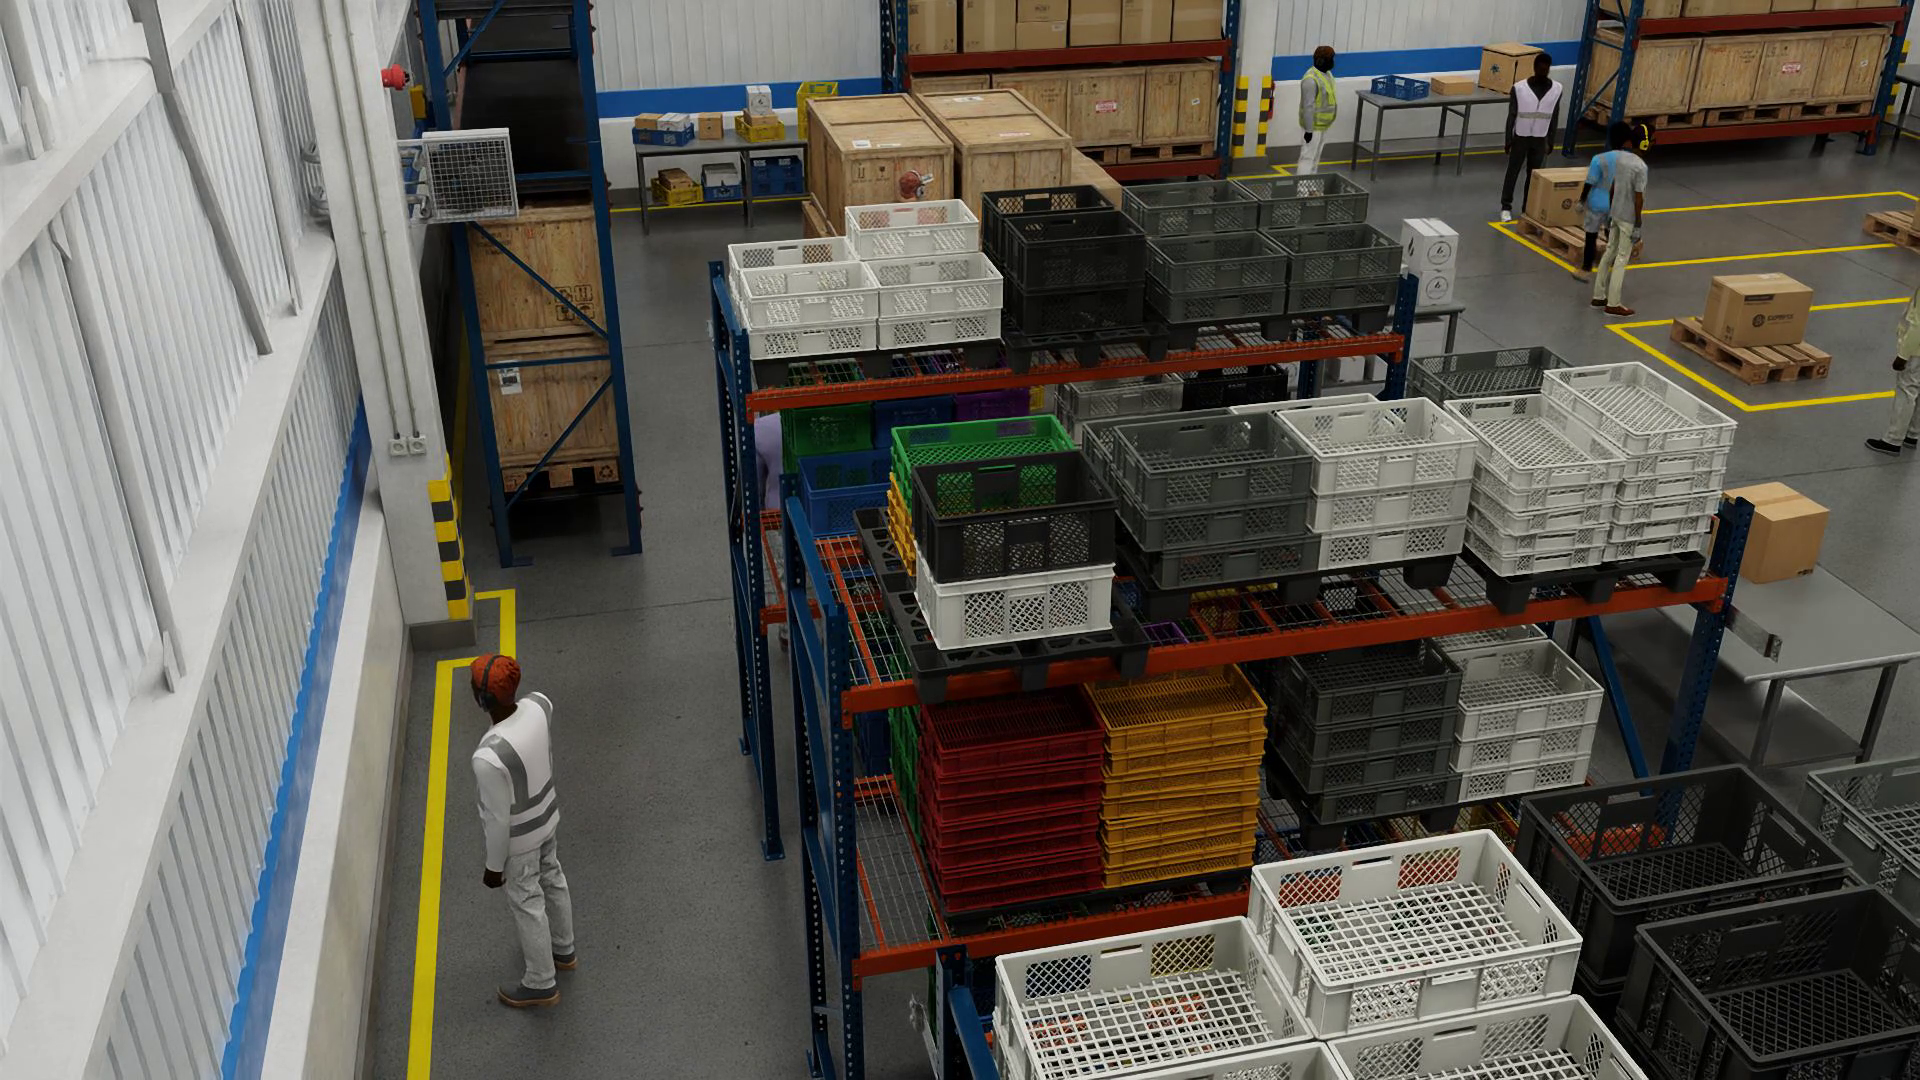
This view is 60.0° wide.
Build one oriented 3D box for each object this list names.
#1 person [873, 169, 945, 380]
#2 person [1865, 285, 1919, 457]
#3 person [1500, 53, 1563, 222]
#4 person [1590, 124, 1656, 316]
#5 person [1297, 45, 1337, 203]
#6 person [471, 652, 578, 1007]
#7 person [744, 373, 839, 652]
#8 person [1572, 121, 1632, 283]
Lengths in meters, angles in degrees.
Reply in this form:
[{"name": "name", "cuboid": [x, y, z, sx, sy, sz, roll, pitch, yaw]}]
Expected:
[{"name": "person", "cuboid": [-0.433, -2.323, 14.706, 0.661, 1.895, 0.406, 10, 29, 18]}, {"name": "person", "cuboid": [7.708, -1.566, 13.324, 0.600, 1.831, 0.404, -16, 32, -28]}, {"name": "person", "cuboid": [6.506, -4.597, 18.999, 0.586, 1.910, 0.385, 0, 28, 0]}, {"name": "person", "cuboid": [6.512, -3.131, 16.254, 0.329, 1.873, 0.514, -6, 28, -11]}, {"name": "person", "cuboid": [4.214, -4.898, 19.638, 0.429, 1.840, 0.635, 15, 31, 26]}, {"name": "person", "cuboid": [-2.051, 1.346, 7.750, 0.355, 1.882, 0.576, 6, 28, 11]}, {"name": "person", "cuboid": [-1.026, -0.177, 10.581, 0.629, 1.937, 0.378, 1, 28, 2]}, {"name": "person", "cuboid": [6.601, -3.449, 17.043, 0.555, 1.688, 0.389, -6, 28, -11]}]
